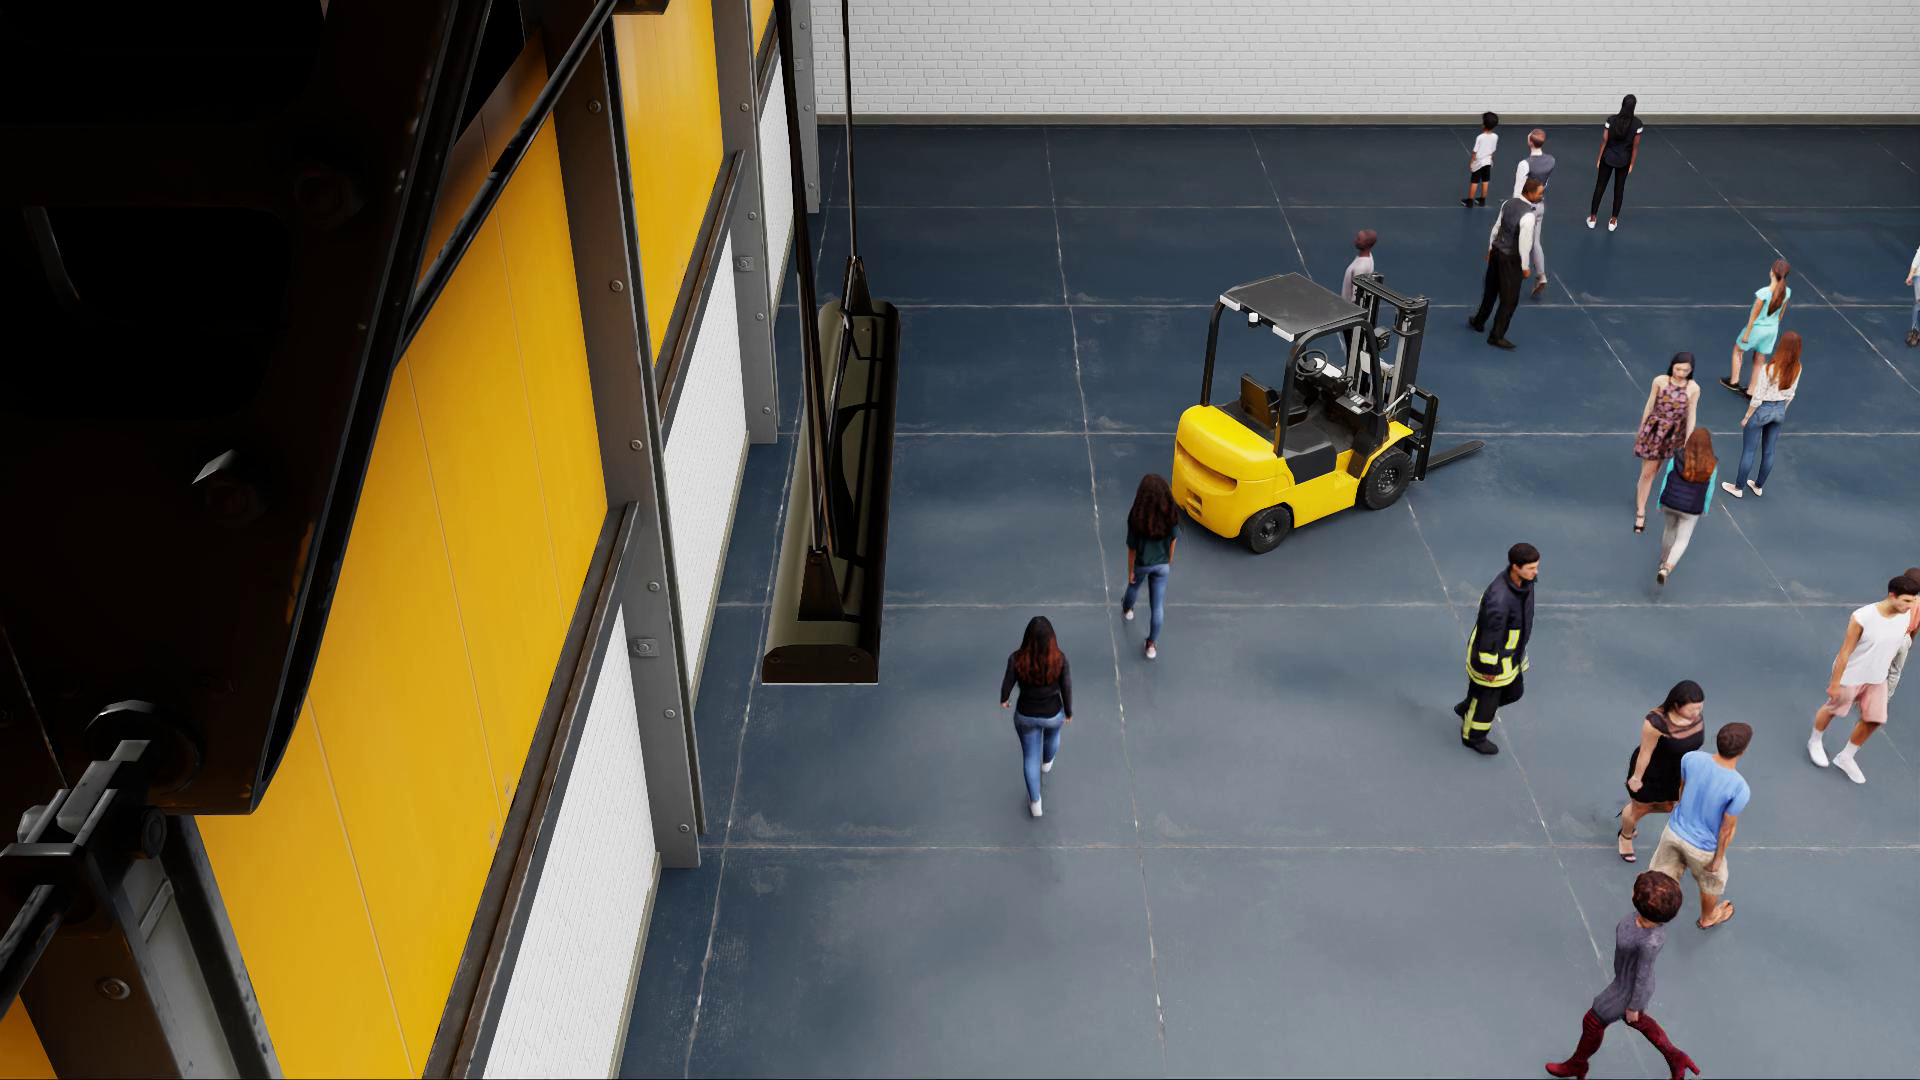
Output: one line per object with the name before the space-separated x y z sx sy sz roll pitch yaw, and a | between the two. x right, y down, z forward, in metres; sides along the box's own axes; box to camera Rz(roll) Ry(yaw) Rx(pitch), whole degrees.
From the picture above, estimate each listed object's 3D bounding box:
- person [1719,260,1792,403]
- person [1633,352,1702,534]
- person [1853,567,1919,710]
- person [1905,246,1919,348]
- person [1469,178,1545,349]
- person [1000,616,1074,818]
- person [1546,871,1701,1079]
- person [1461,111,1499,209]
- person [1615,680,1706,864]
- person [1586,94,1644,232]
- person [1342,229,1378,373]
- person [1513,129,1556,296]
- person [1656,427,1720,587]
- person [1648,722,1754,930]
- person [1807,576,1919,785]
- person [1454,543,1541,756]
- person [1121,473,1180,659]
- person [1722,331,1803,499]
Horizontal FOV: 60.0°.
person | 8.335 -2.140 17.218 0.611 1.548 0.707 -4 34 -6
person | 6.470 -0.985 15.316 0.834 1.730 1.112 8 34 12
person | 7.320 0.780 13.039 0.513 1.311 0.502 4 34 6
person | 10.740 -2.942 18.350 0.722 1.631 0.778 25 41 32
person | 5.989 -3.118 18.376 1.090 1.895 0.709 -16 37 -23
person | 0.575 1.302 11.985 0.661 1.608 0.943 0 34 0
person | 4.061 2.668 9.865 0.907 1.681 1.094 10 35 15
person | 6.833 -4.968 21.735 0.542 1.257 0.558 -9 35 -13
person | 4.790 1.560 11.520 0.801 1.694 0.852 -16 37 -23
person | 8.295 -4.785 21.036 0.665 1.727 0.653 12 36 18
person | 4.155 -2.436 17.463 0.727 1.770 0.567 9 35 13
person | 6.695 -3.823 19.428 0.878 1.903 1.265 -8 34 -12
person | 6.288 -0.282 14.480 0.866 1.485 0.999 19 38 26
person | 4.700 1.973 10.773 1.084 1.834 1.103 -23 40 -30
person | 6.669 0.937 12.397 0.734 1.760 0.795 -3 34 -5
person | 3.981 0.770 12.510 0.984 1.914 0.916 27 42 34
person | 1.576 0.246 13.596 0.624 1.583 0.994 -1 34 -1
person | 7.585 -1.184 15.617 0.608 1.727 0.561 -5 34 -8
